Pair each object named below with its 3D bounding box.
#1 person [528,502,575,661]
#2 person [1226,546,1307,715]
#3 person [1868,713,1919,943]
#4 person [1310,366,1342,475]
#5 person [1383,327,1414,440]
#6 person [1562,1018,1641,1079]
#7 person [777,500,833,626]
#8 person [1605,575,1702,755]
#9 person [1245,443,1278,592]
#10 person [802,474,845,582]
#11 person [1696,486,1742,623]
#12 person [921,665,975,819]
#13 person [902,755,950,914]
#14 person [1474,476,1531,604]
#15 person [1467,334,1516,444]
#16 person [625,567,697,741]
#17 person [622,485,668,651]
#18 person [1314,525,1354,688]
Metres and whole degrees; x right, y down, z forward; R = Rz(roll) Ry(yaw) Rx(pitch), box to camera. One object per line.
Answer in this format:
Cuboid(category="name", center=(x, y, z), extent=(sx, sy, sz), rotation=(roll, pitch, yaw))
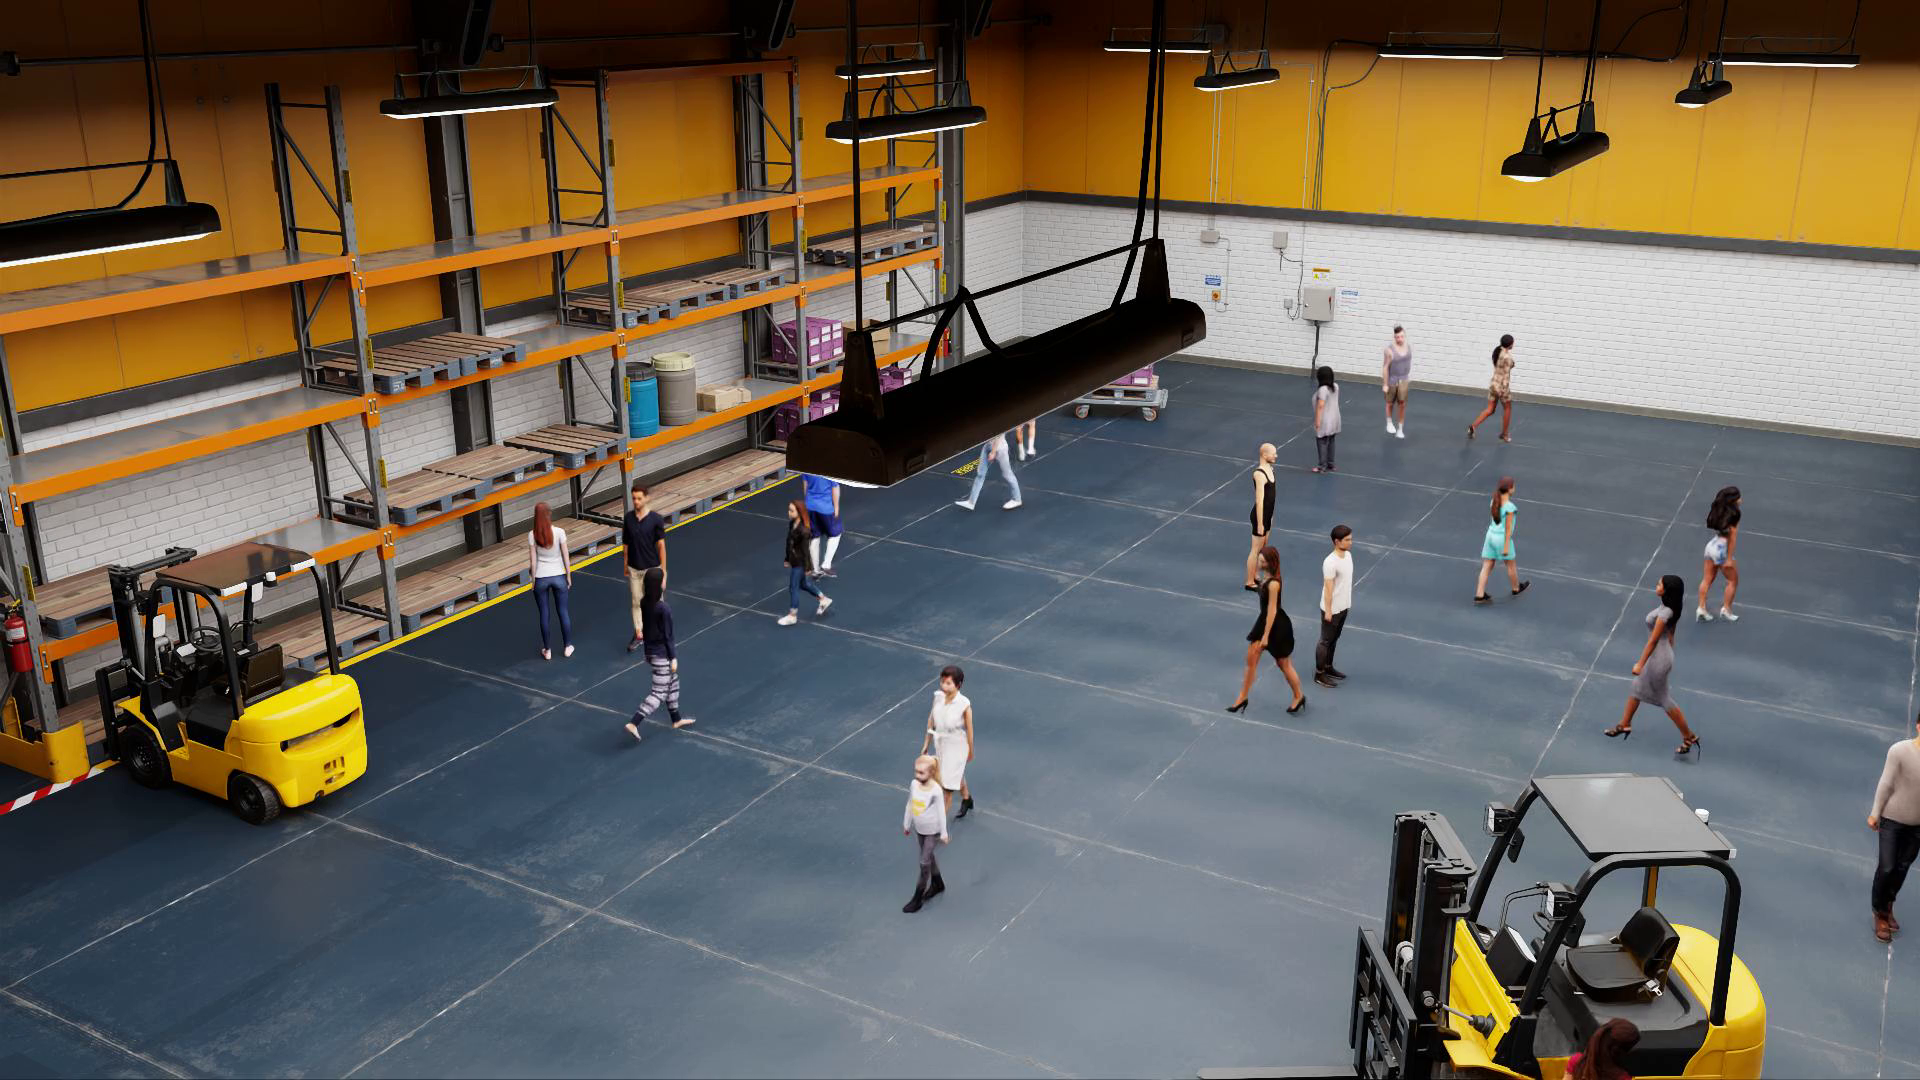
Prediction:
Cuboid(category="person", center=(-4.426, 0.436, 17.942), extent=(0.652, 1.738, 0.714), rotation=(-5, 19, -15))
Cuboid(category="person", center=(3.171, 0.928, 16.409), extent=(1.040, 1.783, 1.055), rotation=(0, 19, -1))
Cuboid(category="person", center=(7.240, 2.111, 12.785), extent=(0.846, 1.854, 0.904), rotation=(2, 19, 6))
Cuboid(category="person", center=(5.481, -1.807, 24.814), extent=(0.764, 1.603, 0.671), rotation=(17, 25, 40))
Cuboid(category="person", center=(6.883, -2.504, 26.183), extent=(0.953, 1.783, 1.121), rotation=(-3, 19, -9))
Cuboid(category="person", center=(3.506, 3.400, 9.465), extent=(0.757, 1.531, 0.645), rotation=(5, 19, 14))
Cuboid(category="person", center=(-1.770, 0.235, 18.971), extent=(1.011, 1.462, 0.881), rotation=(-8, 20, -23))
Cuboid(category="person", center=(6.656, 1.215, 15.626), extent=(0.628, 1.739, 1.011), rotation=(10, 21, 28))
Cuboid(category="person", center=(3.618, -0.285, 19.964), extent=(0.724, 1.814, 0.468), rotation=(8, 20, 22))
Cuboid(category="person", center=(-1.726, -0.364, 20.170), extent=(0.732, 1.832, 0.725), rotation=(7, 20, 20))
Cuboid(category="person", center=(8.567, 0.183, 18.896), extent=(0.833, 1.607, 0.782), rotation=(-2, 19, -7))
Cuboid(category="person", center=(-0.039, 1.783, 14.307), extent=(0.662, 1.506, 1.054), rotation=(15, 23, 37))
Cuboid(category="person", center=(-0.211, 2.279, 13.210), extent=(0.811, 1.264, 0.630), rotation=(-17, 25, -42))
Cuboid(category="person", center=(6.265, 0.027, 19.498), extent=(1.087, 1.520, 0.906), rotation=(-9, 21, -26))
Cuboid(category="person", center=(8.384, -2.332, 26.131), extent=(1.096, 1.756, 1.005), rotation=(-6, 19, -17))
Cuboid(category="person", center=(-2.949, 1.109, 15.986), extent=(1.091, 1.710, 0.827), rotation=(-15, 24, -38))
Cuboid(category="person", center=(-3.447, 0.279, 18.220), extent=(0.735, 1.858, 0.727), rotation=(3, 19, 8))
Cuboid(category="person", center=(3.903, 0.655, 17.319), extent=(0.702, 1.721, 0.486), rotation=(13, 22, 33))
